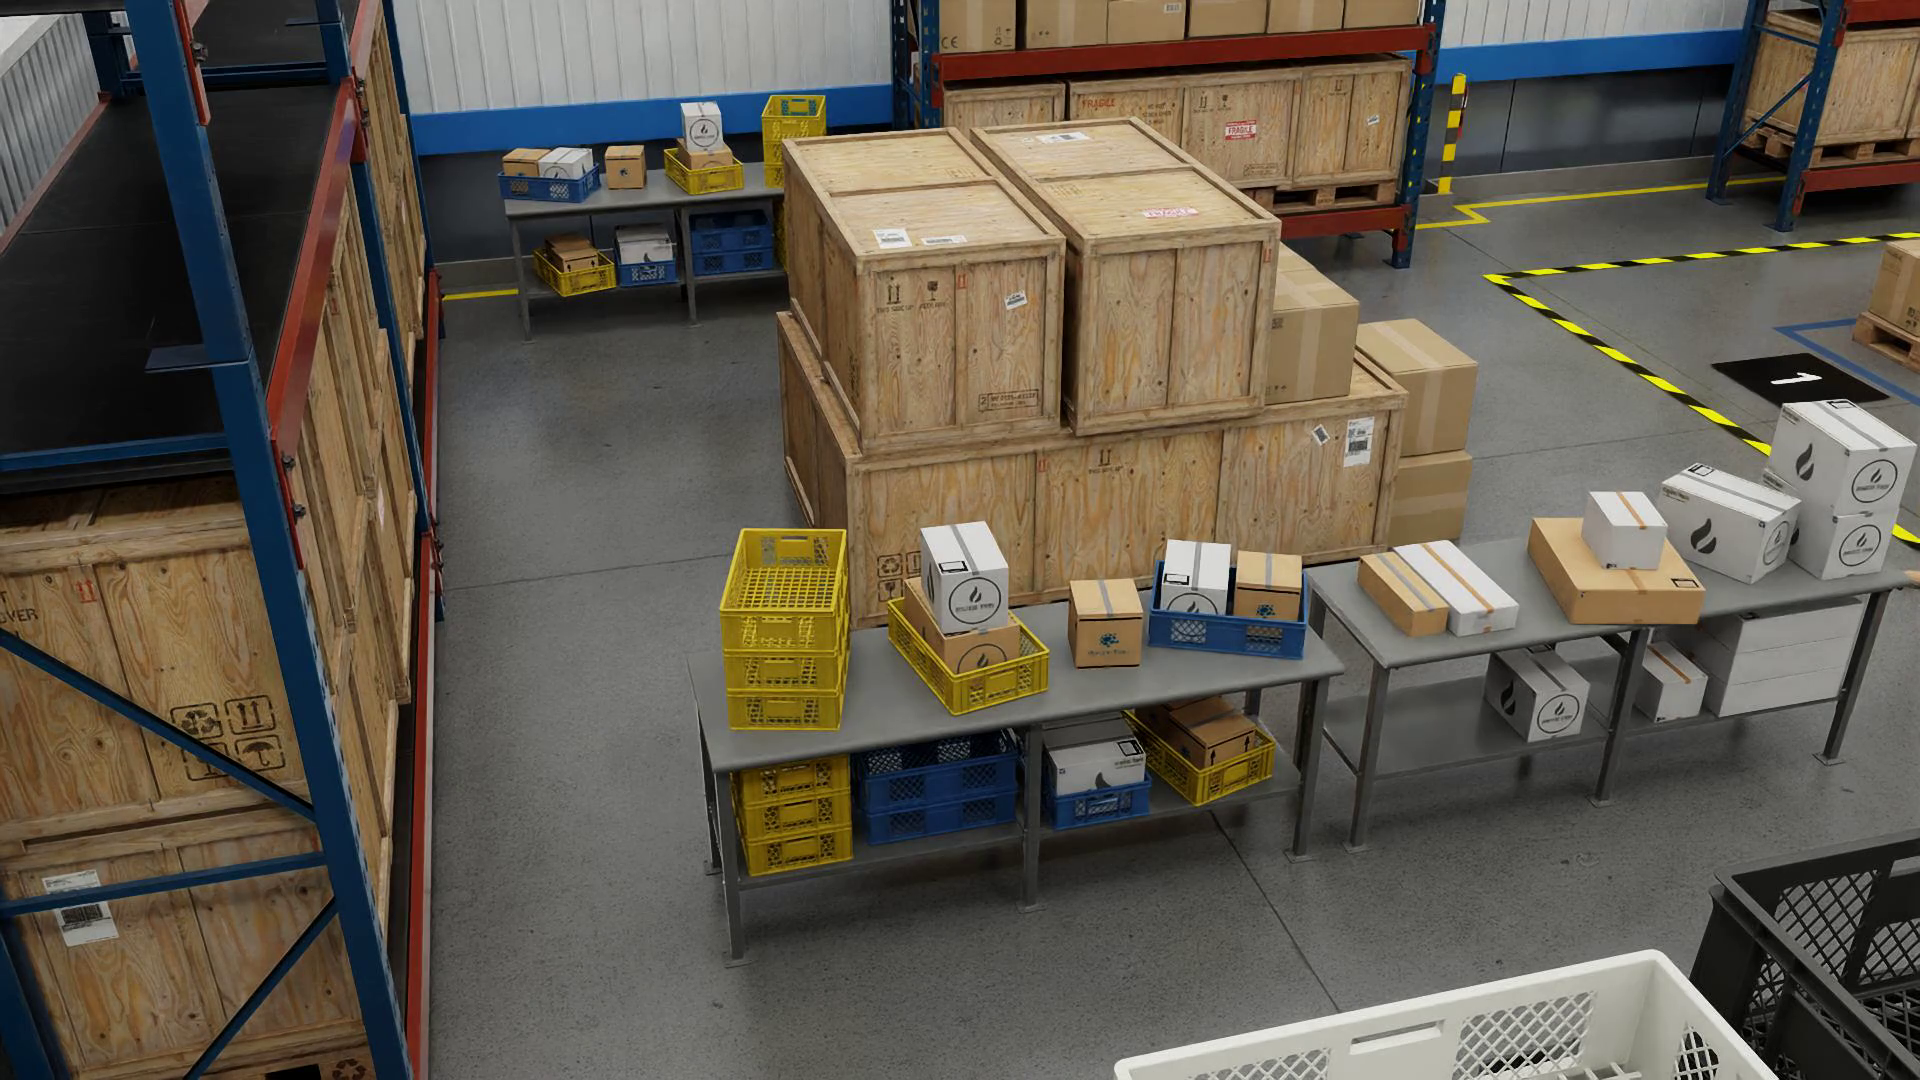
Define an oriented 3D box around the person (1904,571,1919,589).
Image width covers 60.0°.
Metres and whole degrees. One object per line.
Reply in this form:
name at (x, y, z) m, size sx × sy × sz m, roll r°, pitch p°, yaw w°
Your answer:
person at (5.212, -0.554, 8.283) m, size 0.370 × 2.047 × 0.604 m, roll 1°, pitch 29°, yaw 2°
